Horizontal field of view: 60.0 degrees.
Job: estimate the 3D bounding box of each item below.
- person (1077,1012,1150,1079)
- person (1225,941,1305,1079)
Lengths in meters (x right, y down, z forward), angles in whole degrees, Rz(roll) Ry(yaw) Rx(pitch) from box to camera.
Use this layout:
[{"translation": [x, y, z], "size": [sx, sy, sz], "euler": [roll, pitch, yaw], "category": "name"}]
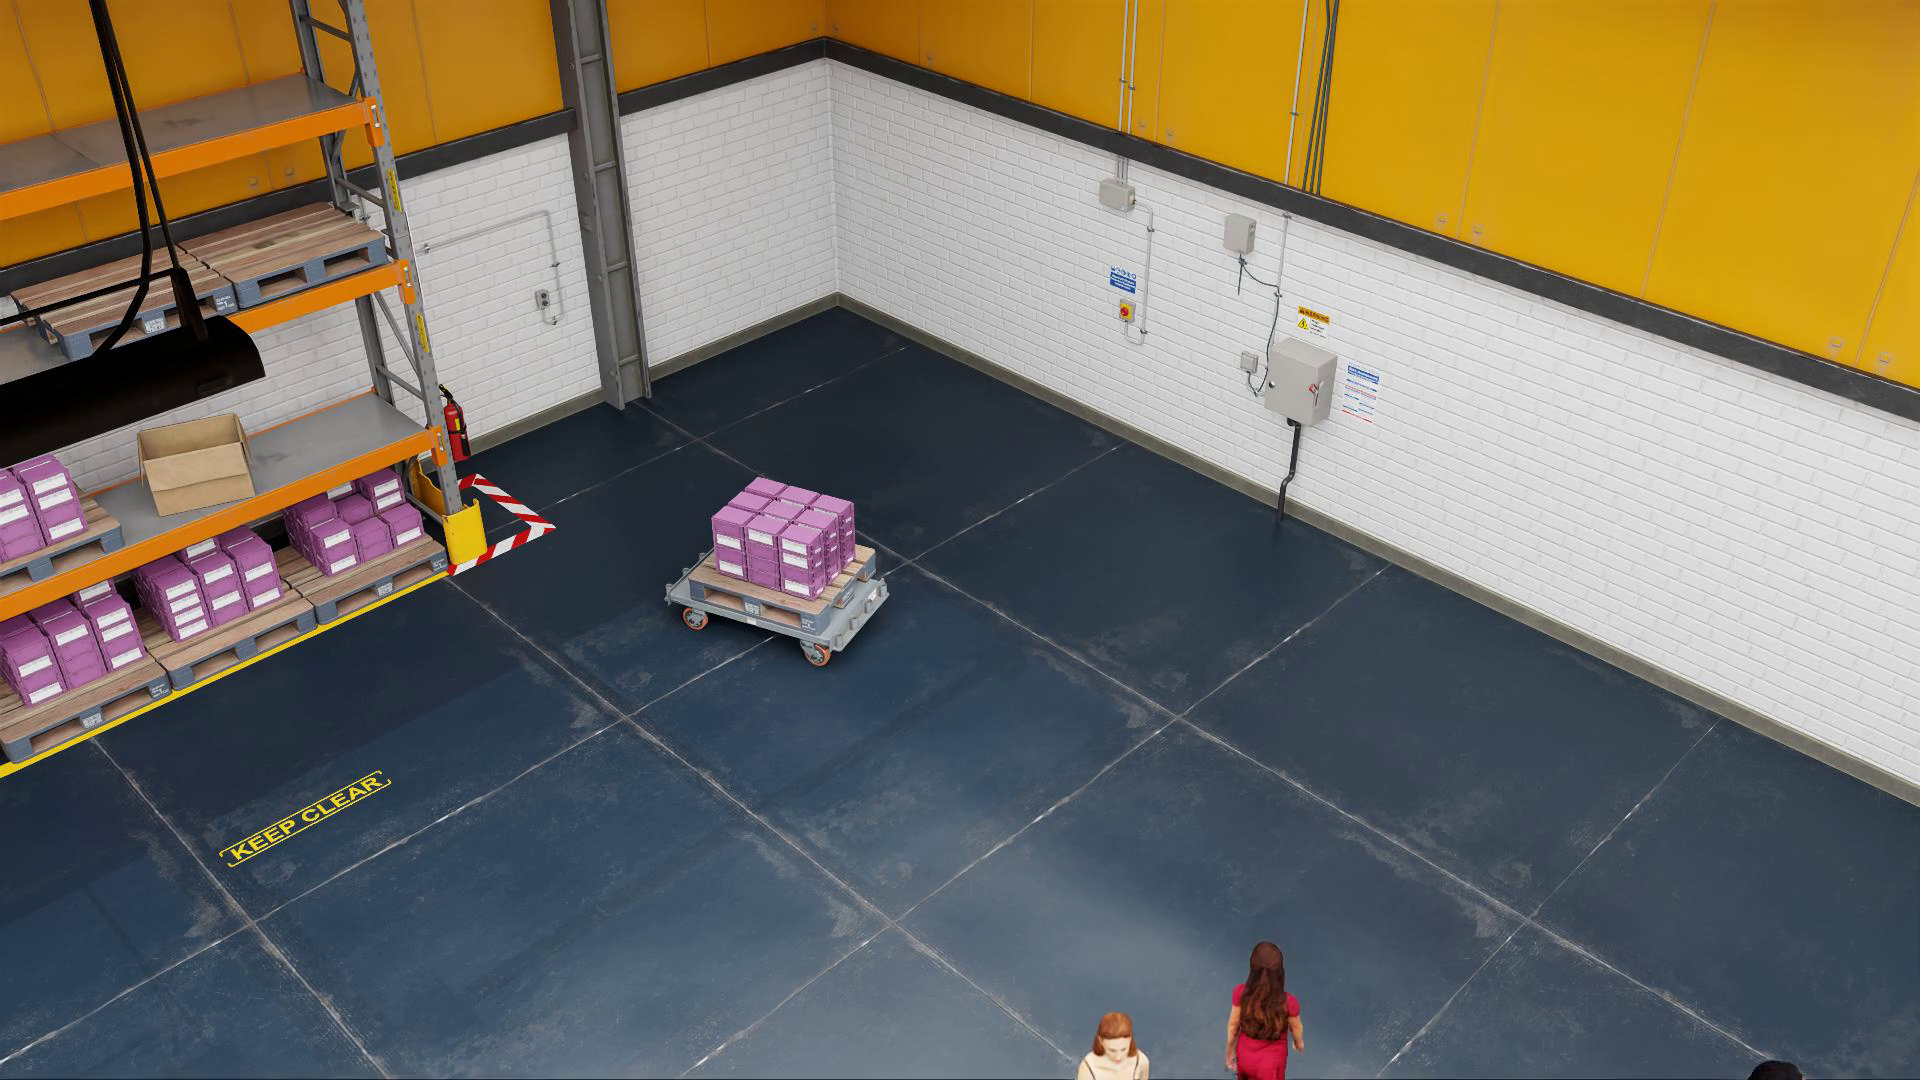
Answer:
[{"translation": [0.760, 3.033, 8.813], "size": [0.838, 1.603, 0.877], "euler": [-3, 34, -4], "category": "person"}, {"translation": [1.626, 2.893, 9.116], "size": [0.783, 1.500, 1.159], "euler": [16, 37, 22], "category": "person"}]
